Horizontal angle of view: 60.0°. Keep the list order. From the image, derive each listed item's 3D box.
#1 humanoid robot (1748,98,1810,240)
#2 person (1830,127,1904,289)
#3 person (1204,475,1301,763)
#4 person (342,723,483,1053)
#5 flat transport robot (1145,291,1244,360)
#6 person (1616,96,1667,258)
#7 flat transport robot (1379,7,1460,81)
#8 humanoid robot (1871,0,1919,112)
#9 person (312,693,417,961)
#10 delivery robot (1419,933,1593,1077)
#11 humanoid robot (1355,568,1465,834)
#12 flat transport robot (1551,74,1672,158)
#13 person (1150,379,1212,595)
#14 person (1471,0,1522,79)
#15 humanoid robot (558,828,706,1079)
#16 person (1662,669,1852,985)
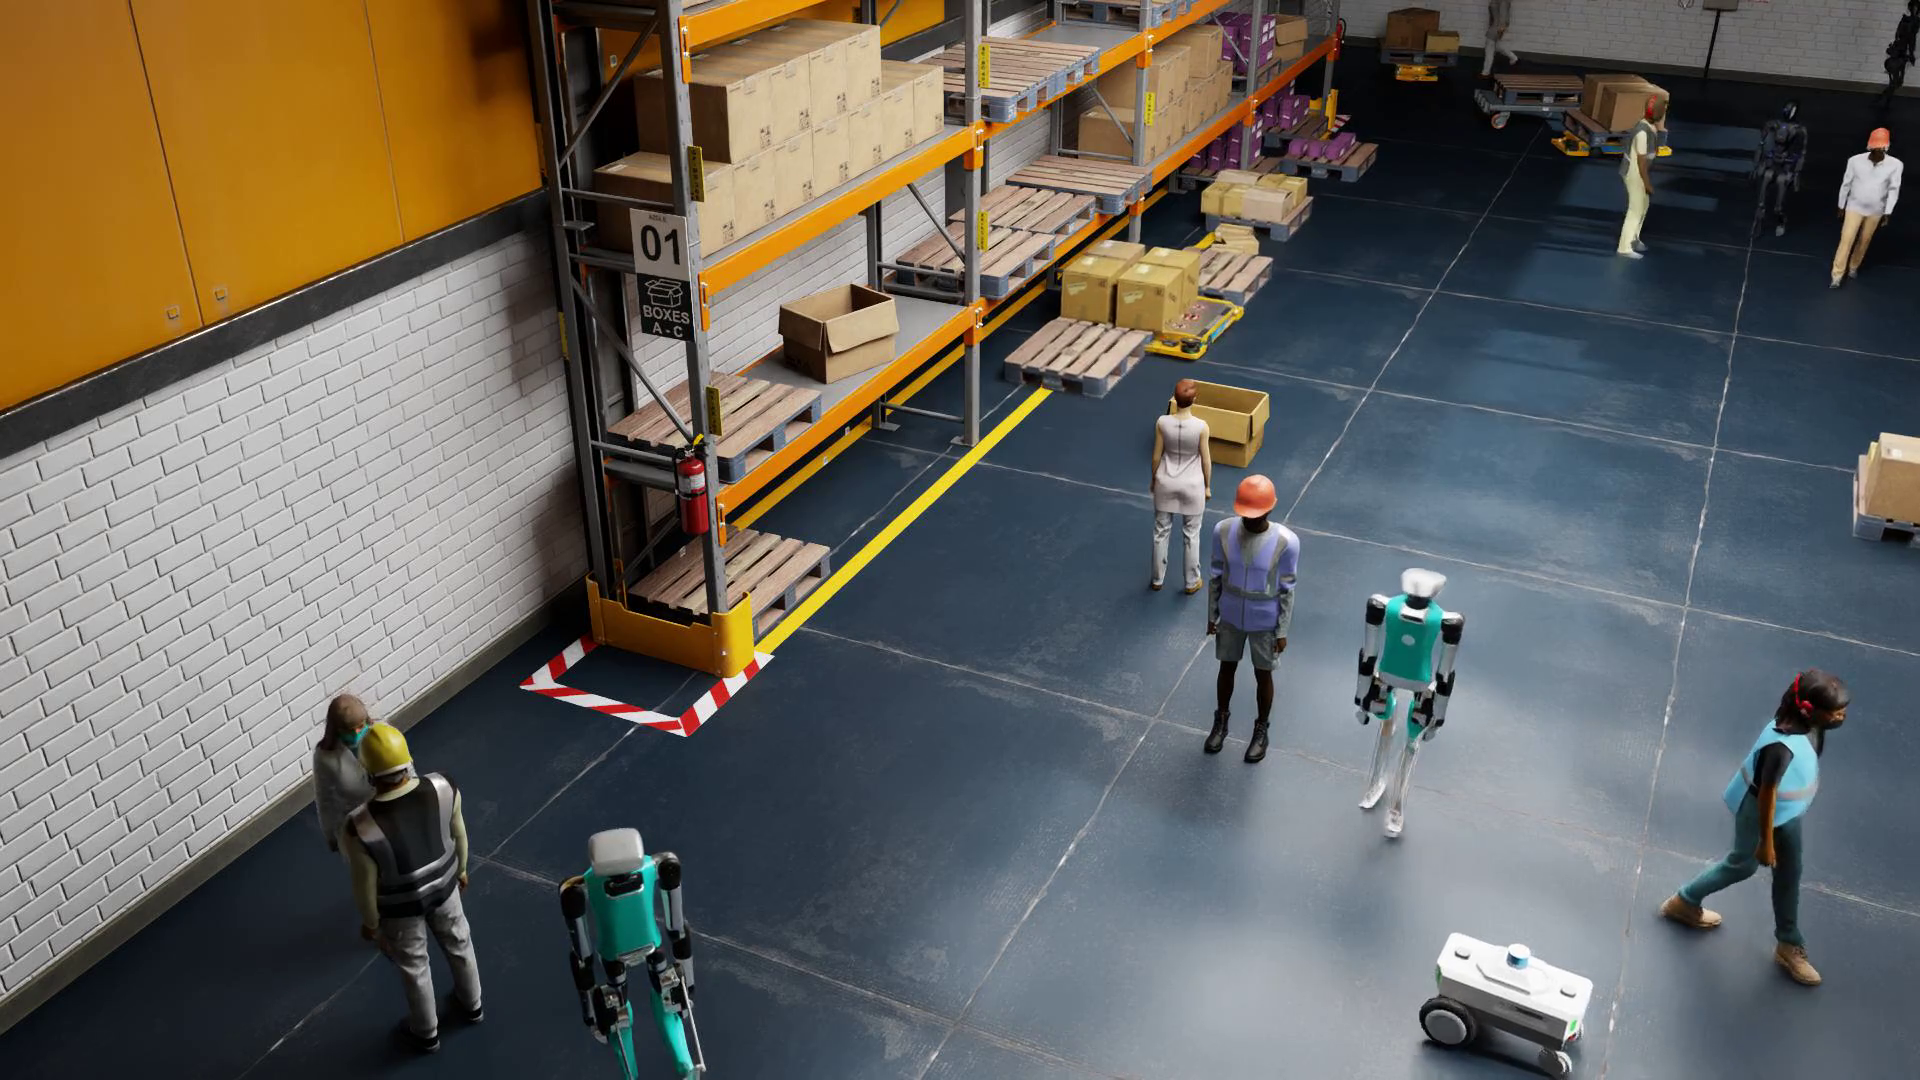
[{"bbox_3d":[9.455,-4.289,19.198,0.391,1.641,0.608,-23,36,-36],"label":"humanoid robot"},{"bbox_3d":[9.713,-3.577,17.847,0.558,1.702,0.885,14,31,24],"label":"person"},{"bbox_3d":[1.751,0.474,10.105,0.543,1.929,0.383,13,31,23],"label":"person"},{"bbox_3d":[-2.629,1.668,7.988,0.589,1.834,0.404,-25,37,-38],"label":"person"},{"bbox_3d":[2.321,-2.175,16.761,0.659,0.231,1.431,14,31,24],"label":"flat transport robot"},{"bbox_3d":[7.624,-4.071,18.654,0.442,1.820,0.635,17,32,28],"label":"person"},{"bbox_3d":[7.403,-7.695,26.996,0.659,0.231,1.431,6,29,11],"label":"flat transport robot"},{"bbox_3d":[13.800,-7.164,24.547,0.617,1.625,0.534,-17,32,-28],"label":"humanoid robot"},{"bbox_3d":[-3.065,1.411,8.653,0.525,1.637,0.566,-14,32,-25],"label":"person"},{"bbox_3d":[2.712,2.255,8.239,0.784,0.589,0.499,16,32,27],"label":"delivery robot"},{"bbox_3d":[2.583,0.835,9.559,0.537,1.718,0.735,13,31,23],"label":"humanoid robot"},{"bbox_3d":[8.936,-5.444,22.823,1.431,0.231,0.659,-1,28,-1],"label":"flat transport robot"},{"bbox_3d":[1.583,-0.381,11.965,0.450,1.661,0.283,9,30,16],"label":"person"},{"bbox_3d":[8.614,-8.195,26.318,0.730,1.802,0.527,2,28,3],"label":"person"},{"bbox_3d":[-1.365,2.120,7.276,0.537,1.792,0.845,-12,31,-22],"label":"humanoid robot"},{"bbox_3d":[4.170,1.386,8.524,0.592,1.827,0.836,-22,35,-35],"label":"person"}]
